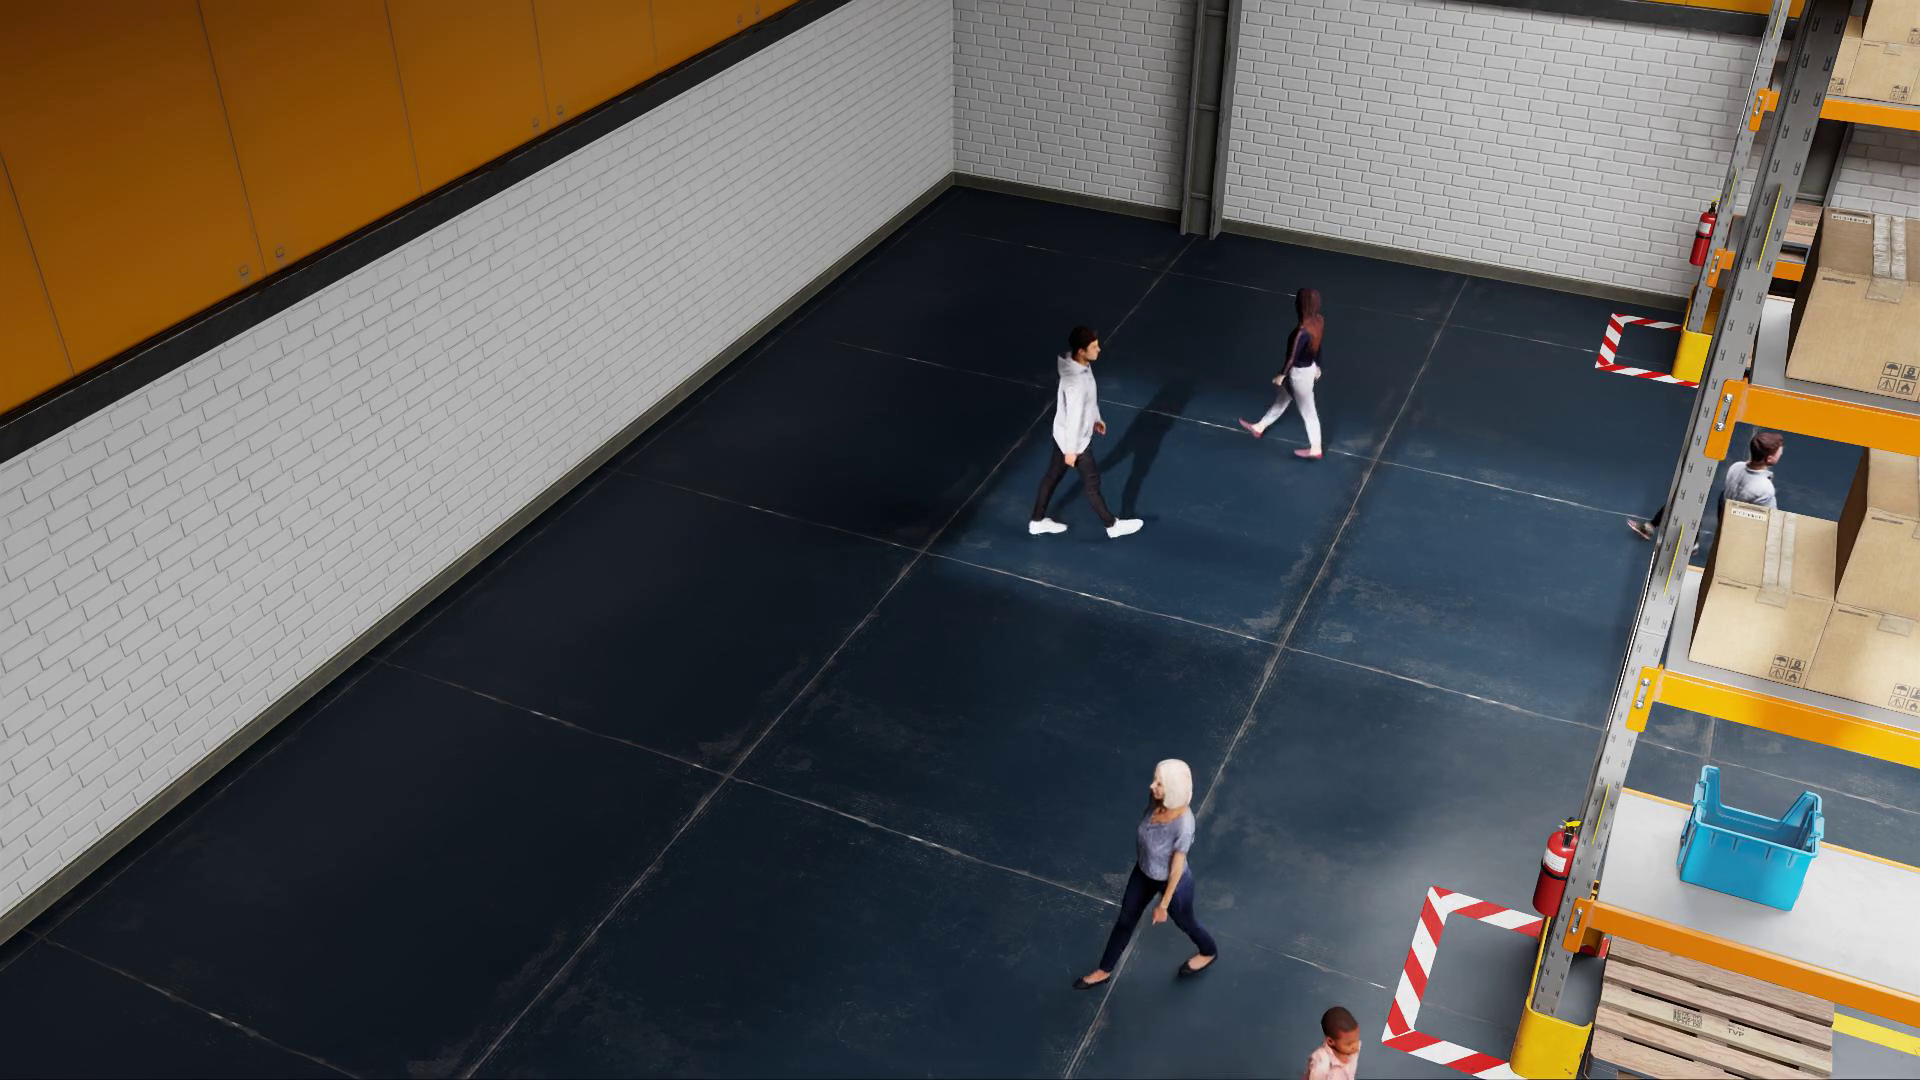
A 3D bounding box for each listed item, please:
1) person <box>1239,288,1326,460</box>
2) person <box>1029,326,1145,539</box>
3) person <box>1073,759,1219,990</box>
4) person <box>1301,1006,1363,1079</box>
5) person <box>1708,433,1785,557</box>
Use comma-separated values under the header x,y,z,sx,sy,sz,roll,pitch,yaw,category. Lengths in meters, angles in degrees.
x,y,z,sx,sy,sz,roll,pitch,yaw,category
2.998,-1.383,14.327,1.016,1.566,0.595,15,36,21,person
0.802,-0.814,13.188,1.264,1.879,0.997,1,34,1,person
1.226,1.881,9.317,1.144,1.676,1.117,-13,36,-19,person
1.773,2.750,8.365,0.836,1.283,1.007,-20,39,-28,person
5.553,0.040,11.934,0.750,1.847,0.734,-5,34,-7,person
